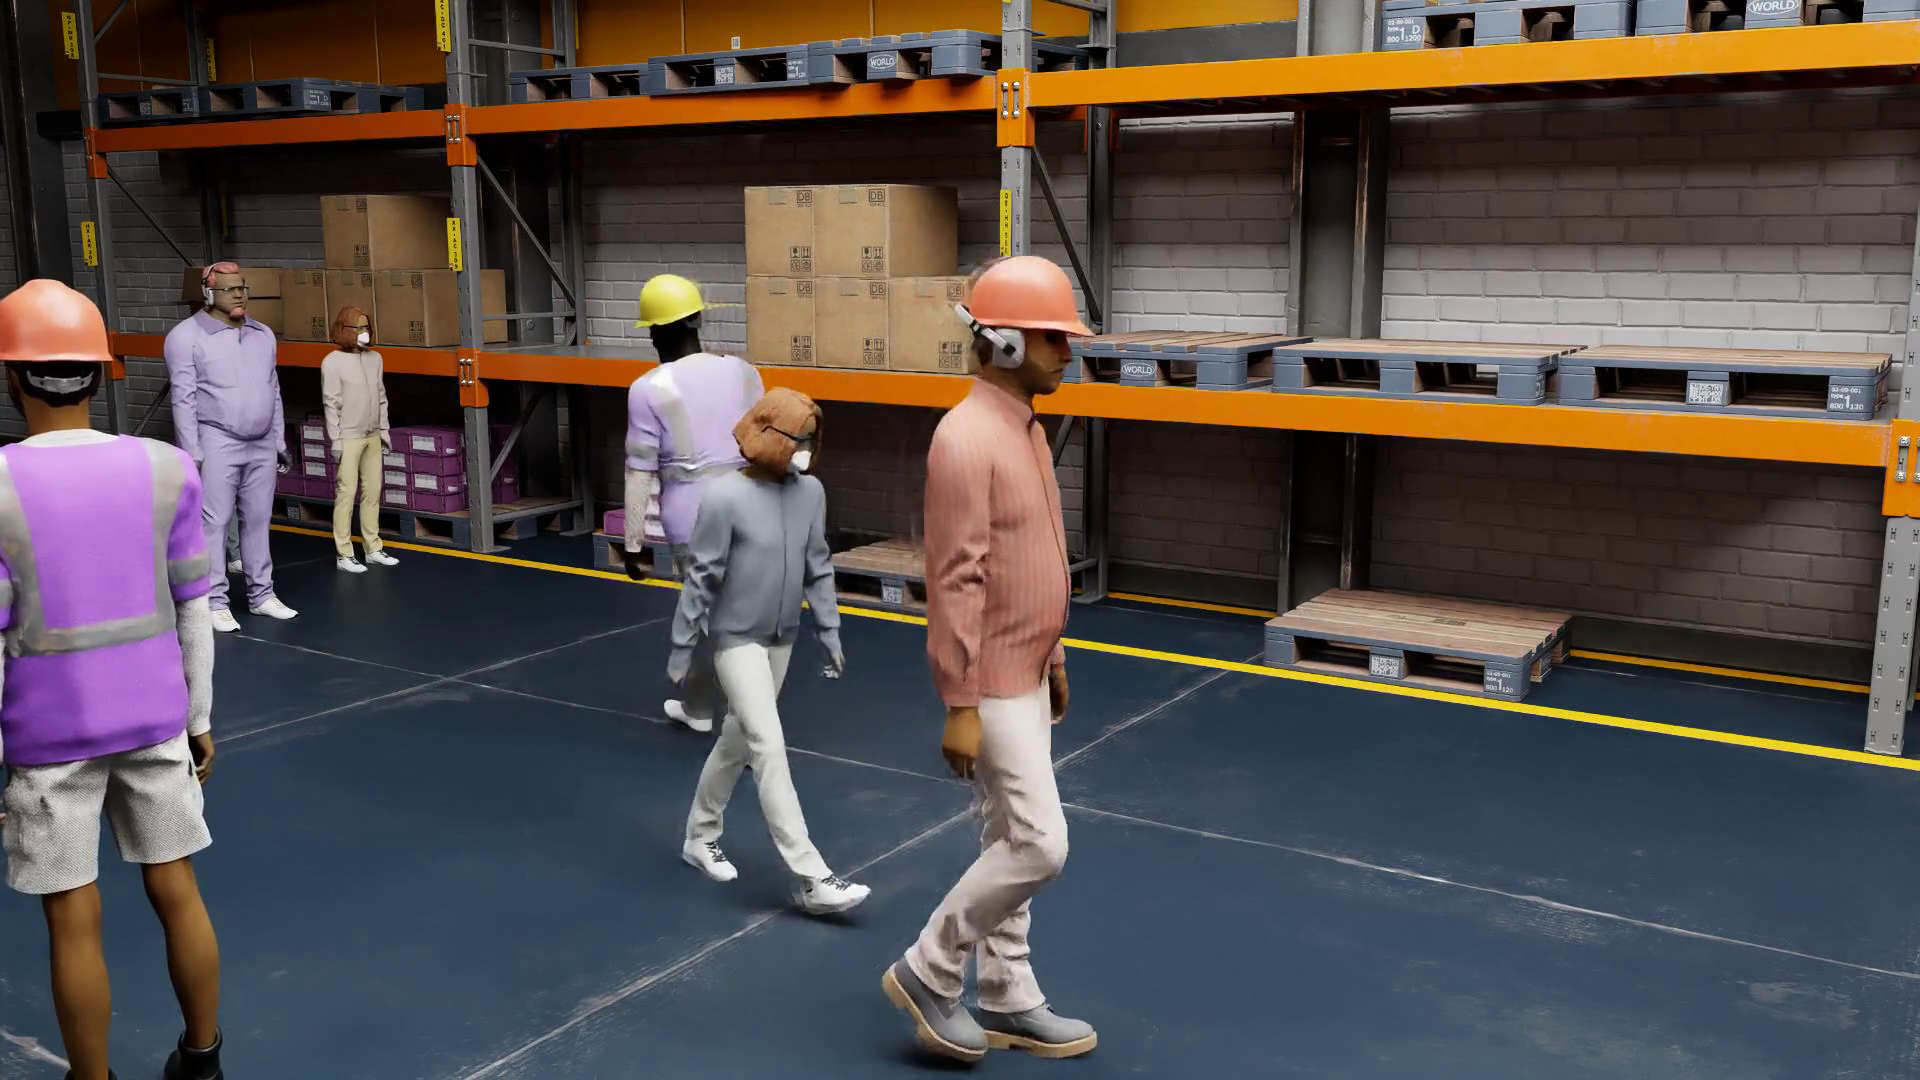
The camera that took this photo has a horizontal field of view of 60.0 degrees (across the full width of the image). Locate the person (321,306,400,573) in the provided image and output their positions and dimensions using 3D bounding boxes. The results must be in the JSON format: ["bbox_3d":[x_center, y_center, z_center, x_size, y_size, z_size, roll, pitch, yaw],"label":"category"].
[{"bbox_3d":[-3.689,-0.616,10.199,0.283,1.625,0.494,4,11,20],"label":"person"}]

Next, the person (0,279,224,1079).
[{"bbox_3d":[-1.927,0.405,3.670,0.379,1.938,0.547,10,14,43],"label":"person"}]

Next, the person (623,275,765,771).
[{"bbox_3d":[-1.057,-0.072,6.459,0.613,1.880,0.907,-10,14,-44],"label":"person"}]

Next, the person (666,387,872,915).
[{"bbox_3d":[-0.590,0.327,5.061,0.854,1.577,0.551,7,13,35],"label":"person"}]

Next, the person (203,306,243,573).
[{"bbox_3d":[-4.431,-0.573,9.935,0.278,1.632,0.500,6,12,31],"label":"person"}]

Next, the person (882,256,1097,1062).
[{"bbox_3d":[0.118,0.316,4.023,0.415,1.981,0.648,3,11,16],"label":"person"}]

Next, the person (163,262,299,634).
[{"bbox_3d":[-3.783,-0.488,8.706,0.408,1.909,0.638,6,12,29],"label":"person"}]
